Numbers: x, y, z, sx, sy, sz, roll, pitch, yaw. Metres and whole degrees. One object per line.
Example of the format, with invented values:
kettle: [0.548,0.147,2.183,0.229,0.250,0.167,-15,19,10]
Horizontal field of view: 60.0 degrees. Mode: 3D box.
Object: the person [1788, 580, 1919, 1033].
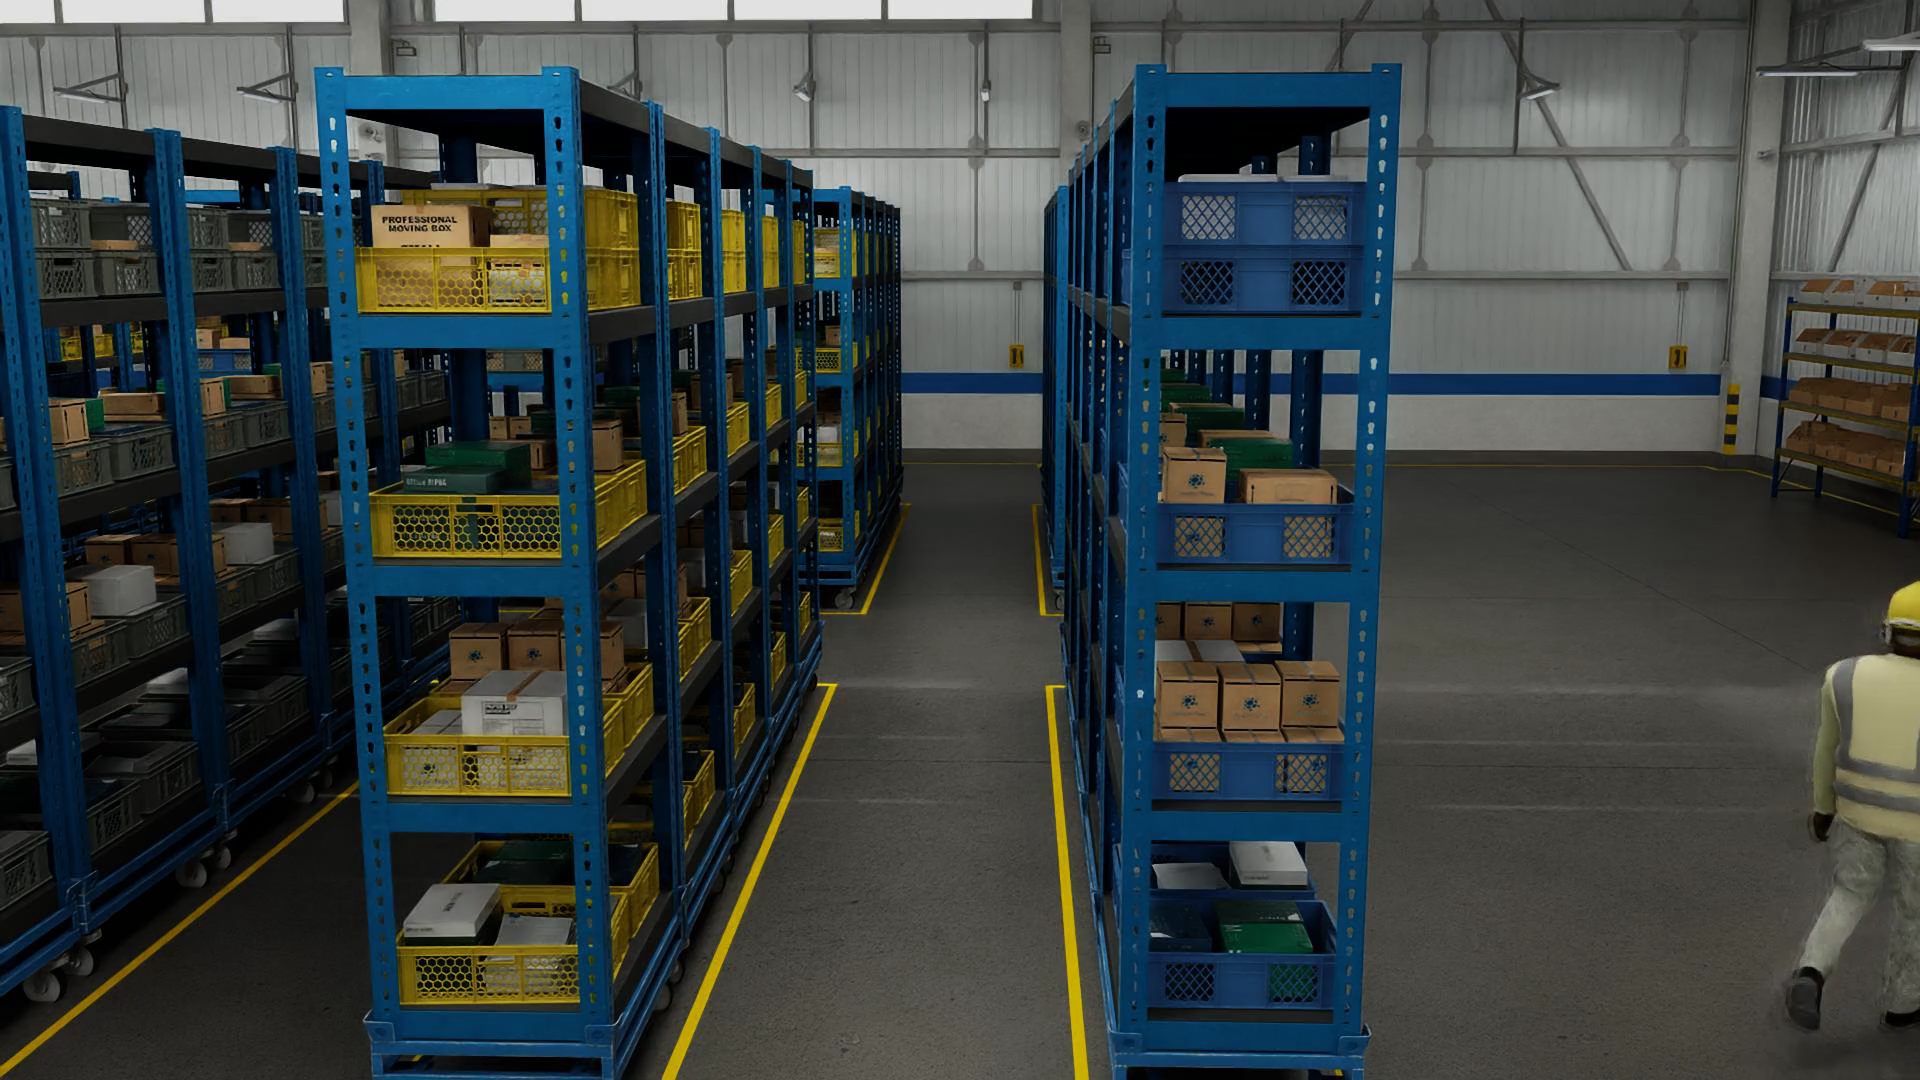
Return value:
person: [3.539,1.056,6.369,0.692,1.812,0.600,-7,12,-37]
